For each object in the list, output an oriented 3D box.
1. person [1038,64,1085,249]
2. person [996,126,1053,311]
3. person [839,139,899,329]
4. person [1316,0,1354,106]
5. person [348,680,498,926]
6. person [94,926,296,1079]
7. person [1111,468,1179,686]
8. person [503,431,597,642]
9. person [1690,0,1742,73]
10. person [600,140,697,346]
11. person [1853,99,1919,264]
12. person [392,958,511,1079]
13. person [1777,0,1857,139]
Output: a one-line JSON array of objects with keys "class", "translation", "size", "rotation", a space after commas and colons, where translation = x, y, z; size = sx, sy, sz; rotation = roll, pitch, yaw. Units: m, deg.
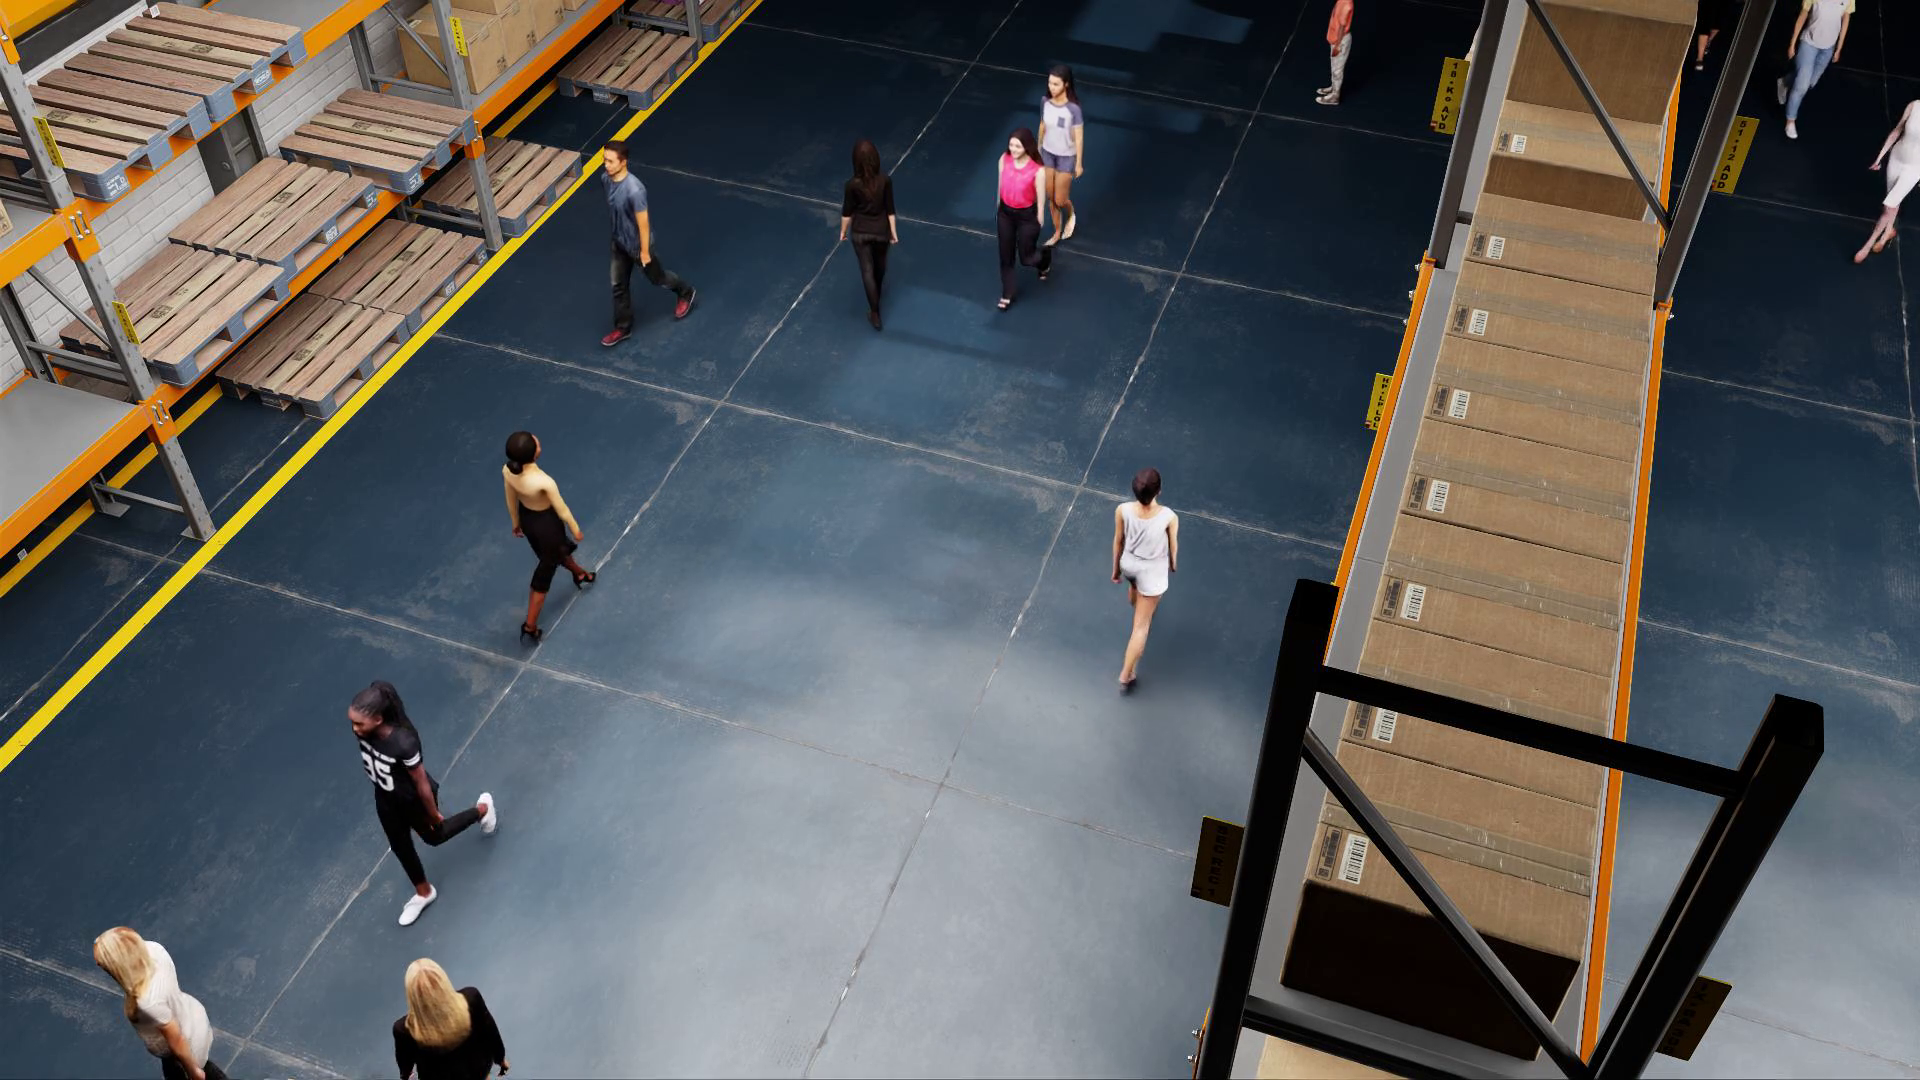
[{"class": "person", "translation": [0.914, -3.354, 14.421], "size": [0.688, 1.724, 0.710], "rotation": [26, 50, 25]}, {"class": "person", "translation": [0.523, -2.697, 13.791], "size": [0.677, 1.643, 0.881], "rotation": [23, 48, 22]}, {"class": "person", "translation": [-0.717, -2.466, 13.564], "size": [0.907, 1.621, 1.019], "rotation": [-10, 45, -11]}, {"class": "person", "translation": [3.756, -4.938, 16.385], "size": [0.576, 1.310, 0.469], "rotation": [4, 44, 5]}, {"class": "person", "translation": [-3.076, 1.405, 9.438], "size": [0.674, 1.708, 1.077], "rotation": [19, 47, 19]}, {"class": "person", "translation": [-3.775, 2.430, 8.286], "size": [0.935, 1.813, 0.872], "rotation": [-19, 47, -19]}, {"class": "person", "translation": [1.169, 0.242, 10.759], "size": [0.632, 1.569, 1.109], "rotation": [18, 46, 18]}, {"class": "person", "translation": [-2.806, 0.001, 10.981], "size": [0.719, 1.611, 1.060], "rotation": [22, 48, 21]}, {"class": "person", "translation": [7.671, -5.525, 16.727], "size": [0.623, 1.687, 1.157], "rotation": [11, 45, 12]}, {"class": "person", "translation": [-2.555, -2.448, 13.436], "size": [0.961, 1.773, 1.255], "rotation": [30, 51, 28]}, {"class": "person", "translation": [8.165, -3.207, 14.231], "size": [0.897, 1.773, 0.828], "rotation": [-21, 48, -21]}, {"class": "person", "translation": [-2.364, 2.674, 8.030], "size": [1.047, 1.812, 0.989], "rotation": [-30, 51, -28]}, {"class": "person", "translation": [8.130, -4.734, 15.886], "size": [0.799, 1.703, 1.035], "rotation": [3, 44, 3]}]
